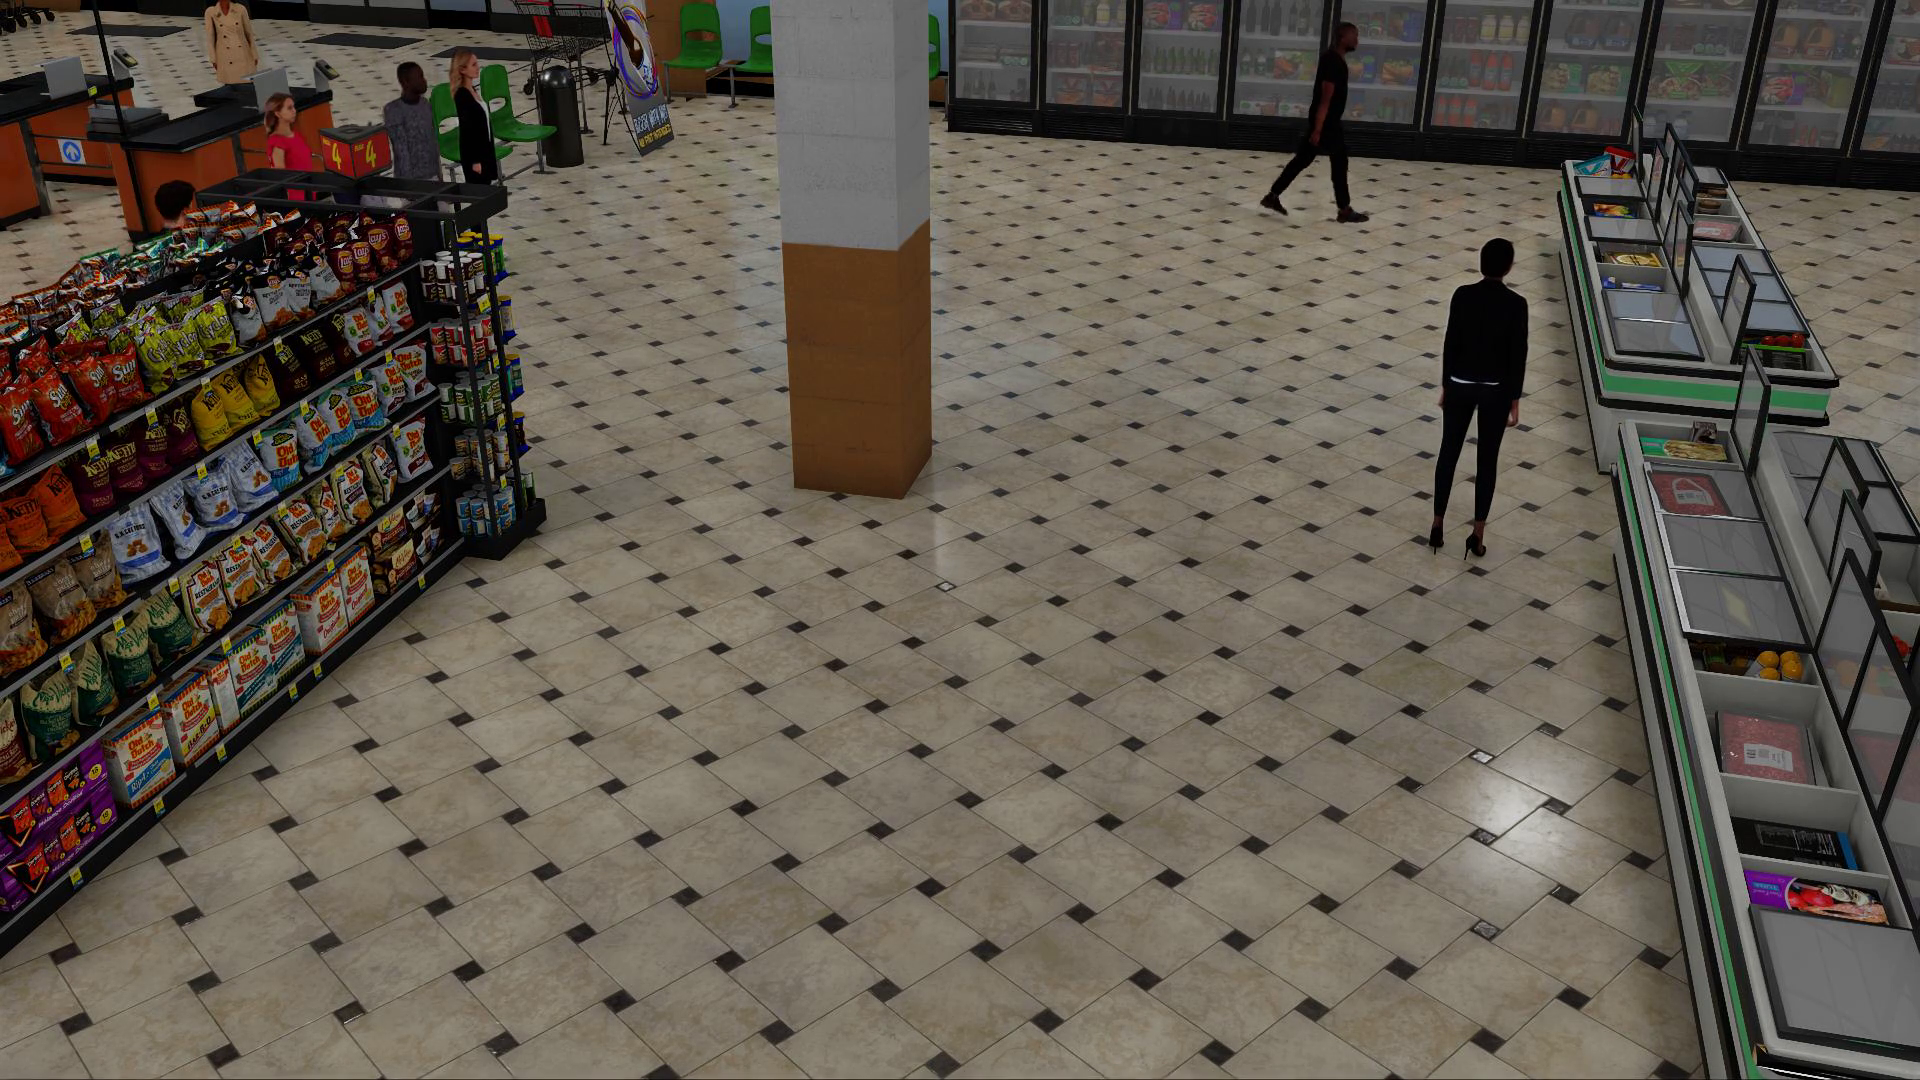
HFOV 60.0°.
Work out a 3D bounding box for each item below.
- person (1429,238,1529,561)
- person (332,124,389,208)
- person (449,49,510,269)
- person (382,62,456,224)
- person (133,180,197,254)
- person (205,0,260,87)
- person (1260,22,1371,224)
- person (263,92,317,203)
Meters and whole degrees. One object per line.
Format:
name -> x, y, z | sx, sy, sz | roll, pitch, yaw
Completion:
person -> 2.817, -0.758, 9.062 | 0.648, 1.834, 0.611 | 16, 31, 28
person -> -4.056, -1.931, 11.381 | 0.816, 1.829, 0.631 | -2, 27, -3
person -> -4.026, -3.157, 13.831 | 0.731, 1.801, 0.579 | -3, 27, -7
person -> -4.383, -2.863, 13.228 | 0.853, 1.821, 0.637 | 14, 30, 25
person -> -4.570, -1.132, 9.765 | 0.737, 1.866, 0.735 | 3, 27, 6
person -> -7.855, -5.216, 18.023 | 0.725, 1.680, 0.748 | -11, 29, -20
person -> 3.194, -3.725, 14.979 | 0.829, 1.774, 1.176 | 4, 27, 8
person -> -5.174, -2.557, 12.756 | 0.722, 1.702, 0.948 | 3, 27, 6
